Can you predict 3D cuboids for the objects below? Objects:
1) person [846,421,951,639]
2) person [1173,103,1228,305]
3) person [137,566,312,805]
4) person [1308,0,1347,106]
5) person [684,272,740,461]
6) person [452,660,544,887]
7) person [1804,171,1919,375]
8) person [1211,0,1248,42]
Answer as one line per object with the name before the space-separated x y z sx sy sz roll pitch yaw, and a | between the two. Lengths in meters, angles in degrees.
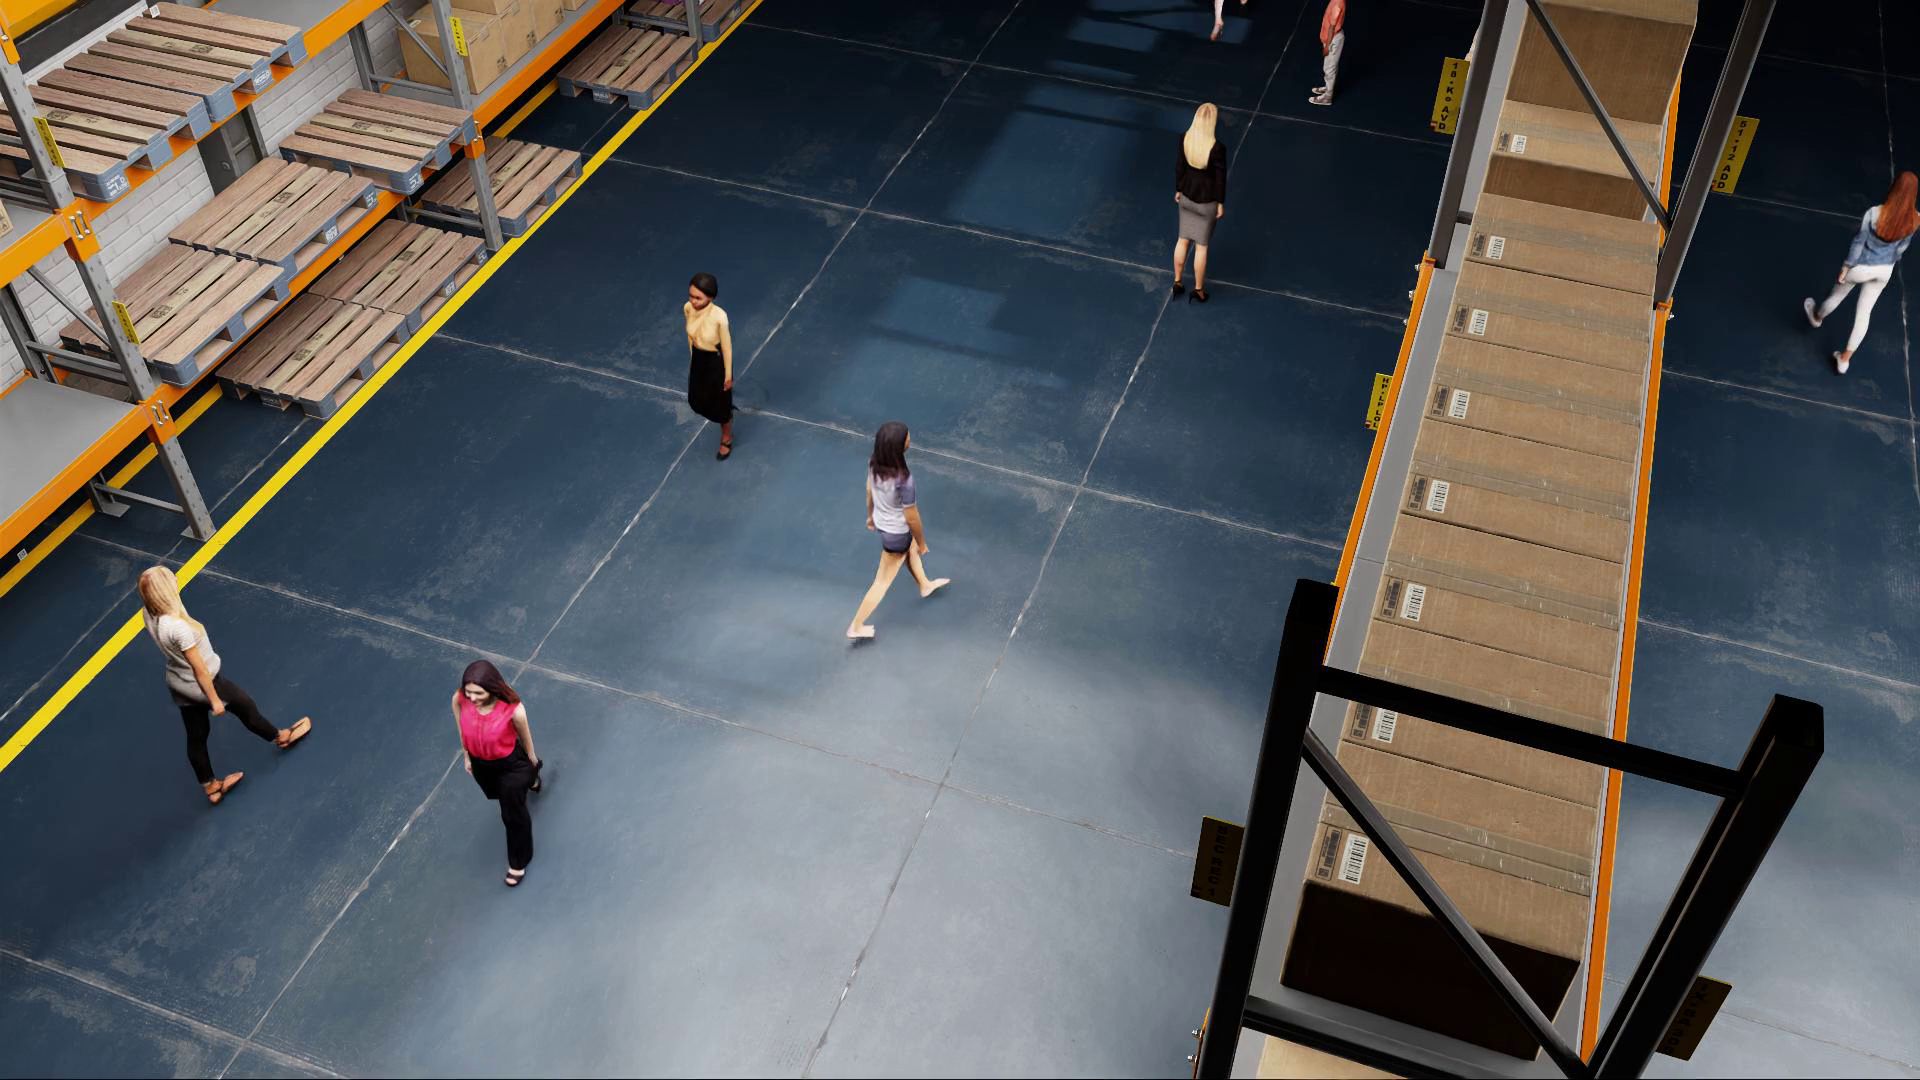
person | -0.496 -0.032 10.959 1.219 1.690 1.017 -27 50 -26
person | 1.960 -2.760 13.712 0.665 1.843 0.632 26 49 25
person | -4.606 0.922 9.879 0.769 1.799 1.048 23 48 22
person | 3.688 -4.945 16.393 0.526 1.307 0.395 13 45 13
person | -1.787 -1.314 12.336 0.620 1.647 0.728 20 47 20
person | -2.653 1.238 9.664 0.629 1.638 1.009 10 44 10
person | 7.184 -2.063 13.108 0.806 1.666 1.116 4 44 4
person | 2.894 -6.125 17.301 0.743 1.764 1.124 24 49 23
